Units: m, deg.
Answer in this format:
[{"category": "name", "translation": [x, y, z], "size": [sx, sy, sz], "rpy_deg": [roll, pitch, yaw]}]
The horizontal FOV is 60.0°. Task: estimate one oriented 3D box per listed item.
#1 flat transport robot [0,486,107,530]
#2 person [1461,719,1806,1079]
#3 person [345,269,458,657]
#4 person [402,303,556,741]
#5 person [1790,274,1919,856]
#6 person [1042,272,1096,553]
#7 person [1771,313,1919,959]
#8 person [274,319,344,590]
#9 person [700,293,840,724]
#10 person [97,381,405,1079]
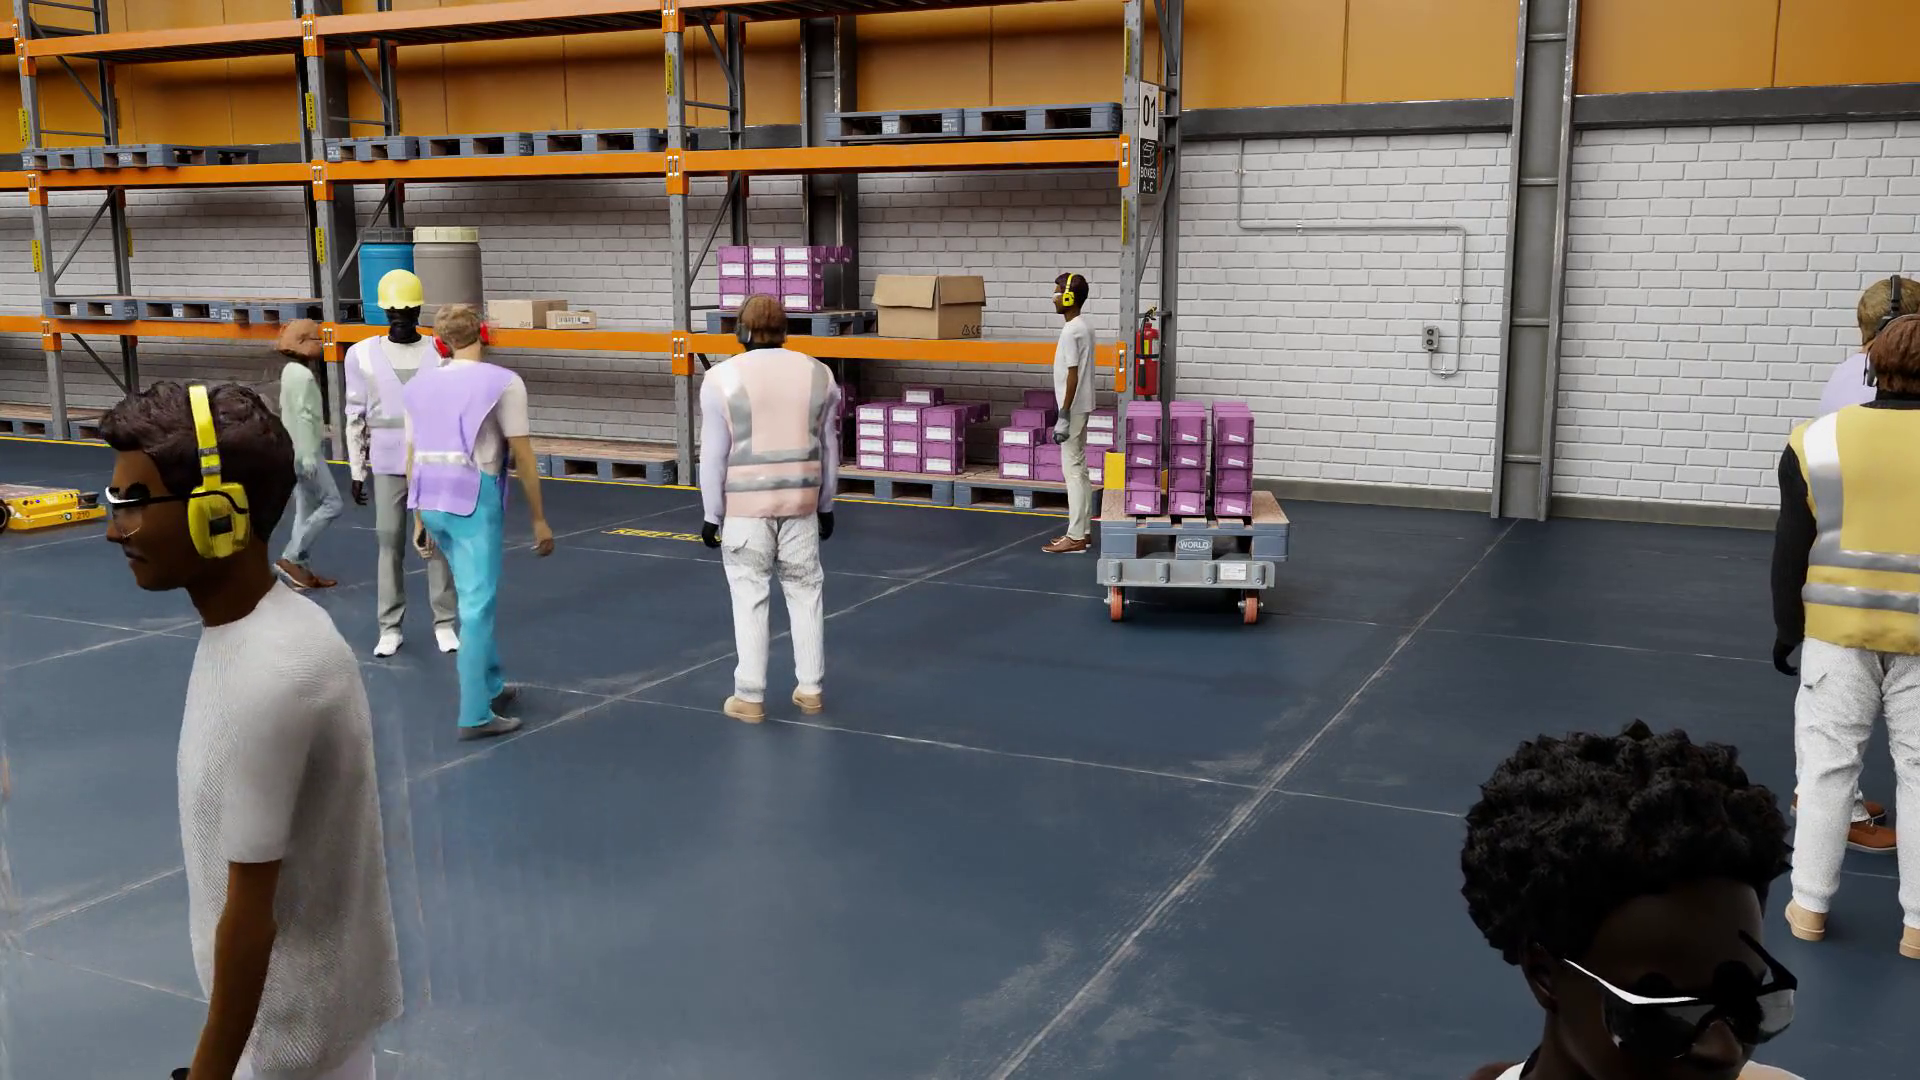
[{"category": "flat transport robot", "translation": [-7.152, -0.264, 12.386], "size": [1.431, 0.197, 0.652], "rpy_deg": [4, 11, 23]}, {"category": "person", "translation": [0.466, 0.960, 1.299], "size": [0.542, 1.695, 0.316], "rpy_deg": [-4, 11, -21]}, {"category": "person", "translation": [-2.739, -0.377, 8.301], "size": [0.595, 1.923, 0.374], "rpy_deg": [-3, 10, -17]}, {"category": "person", "translation": [-2.024, -0.088, 7.024], "size": [0.648, 1.801, 0.597], "rpy_deg": [5, 11, 27]}, {"category": "person", "translation": [3.082, 0.078, 5.657], "size": [0.369, 1.939, 0.631], "rpy_deg": [3, 10, 16]}, {"category": "person", "translation": [0.738, -0.846, 11.145], "size": [0.325, 1.871, 0.524], "rpy_deg": [3, 10, 16]}, {"category": "person", "translation": [2.670, 0.278, 4.791], "size": [0.619, 1.845, 0.430], "rpy_deg": [6, 12, 31]}, {"category": "person", "translation": [-3.845, -0.494, 9.837], "size": [0.347, 1.616, 0.522], "rpy_deg": [-5, 11, -27]}, {"category": "person", "translation": [-0.824, -0.135, 7.161], "size": [0.633, 1.839, 0.429], "rpy_deg": [-5, 11, -27]}, {"category": "person", "translation": [-1.014, 0.712, 2.306], "size": [0.589, 1.849, 0.517], "rpy_deg": [-6, 11, -30]}]
